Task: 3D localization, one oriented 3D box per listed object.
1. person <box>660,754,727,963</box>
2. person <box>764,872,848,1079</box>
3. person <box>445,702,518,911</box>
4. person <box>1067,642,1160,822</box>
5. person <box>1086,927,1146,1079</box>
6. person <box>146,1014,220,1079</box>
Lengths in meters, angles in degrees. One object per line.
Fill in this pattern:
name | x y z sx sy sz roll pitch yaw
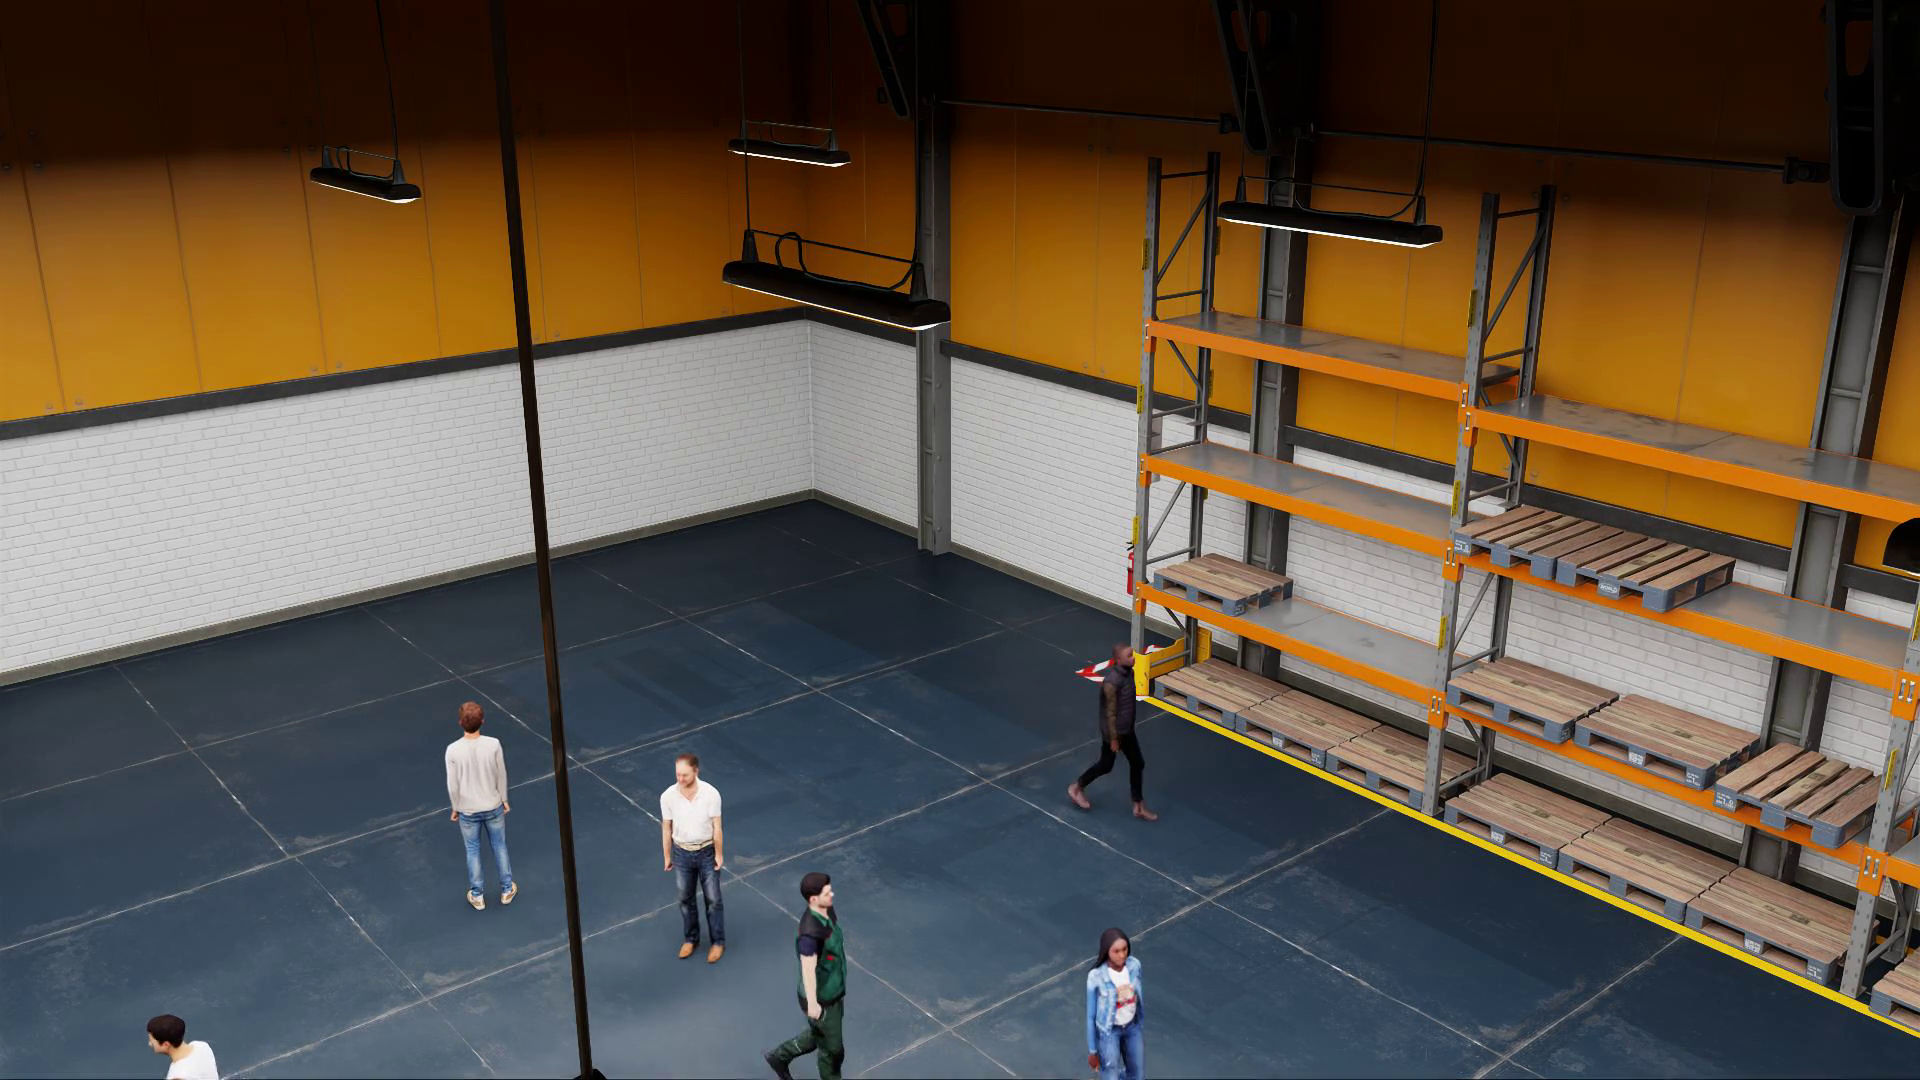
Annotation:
person | -2.173 2.575 13.730 0.740 1.846 0.814 3 19 8
person | -1.062 3.204 11.801 1.105 1.884 1.037 2 19 6
person | -4.165 2.305 14.440 0.730 1.904 0.710 -6 20 -17
person | 1.433 1.835 16.003 1.279 1.796 0.975 11 22 30
person | 1.024 3.404 11.500 0.696 1.698 0.796 -10 21 -27
person | -4.670 3.746 10.380 0.924 1.763 0.862 -1 19 -2
